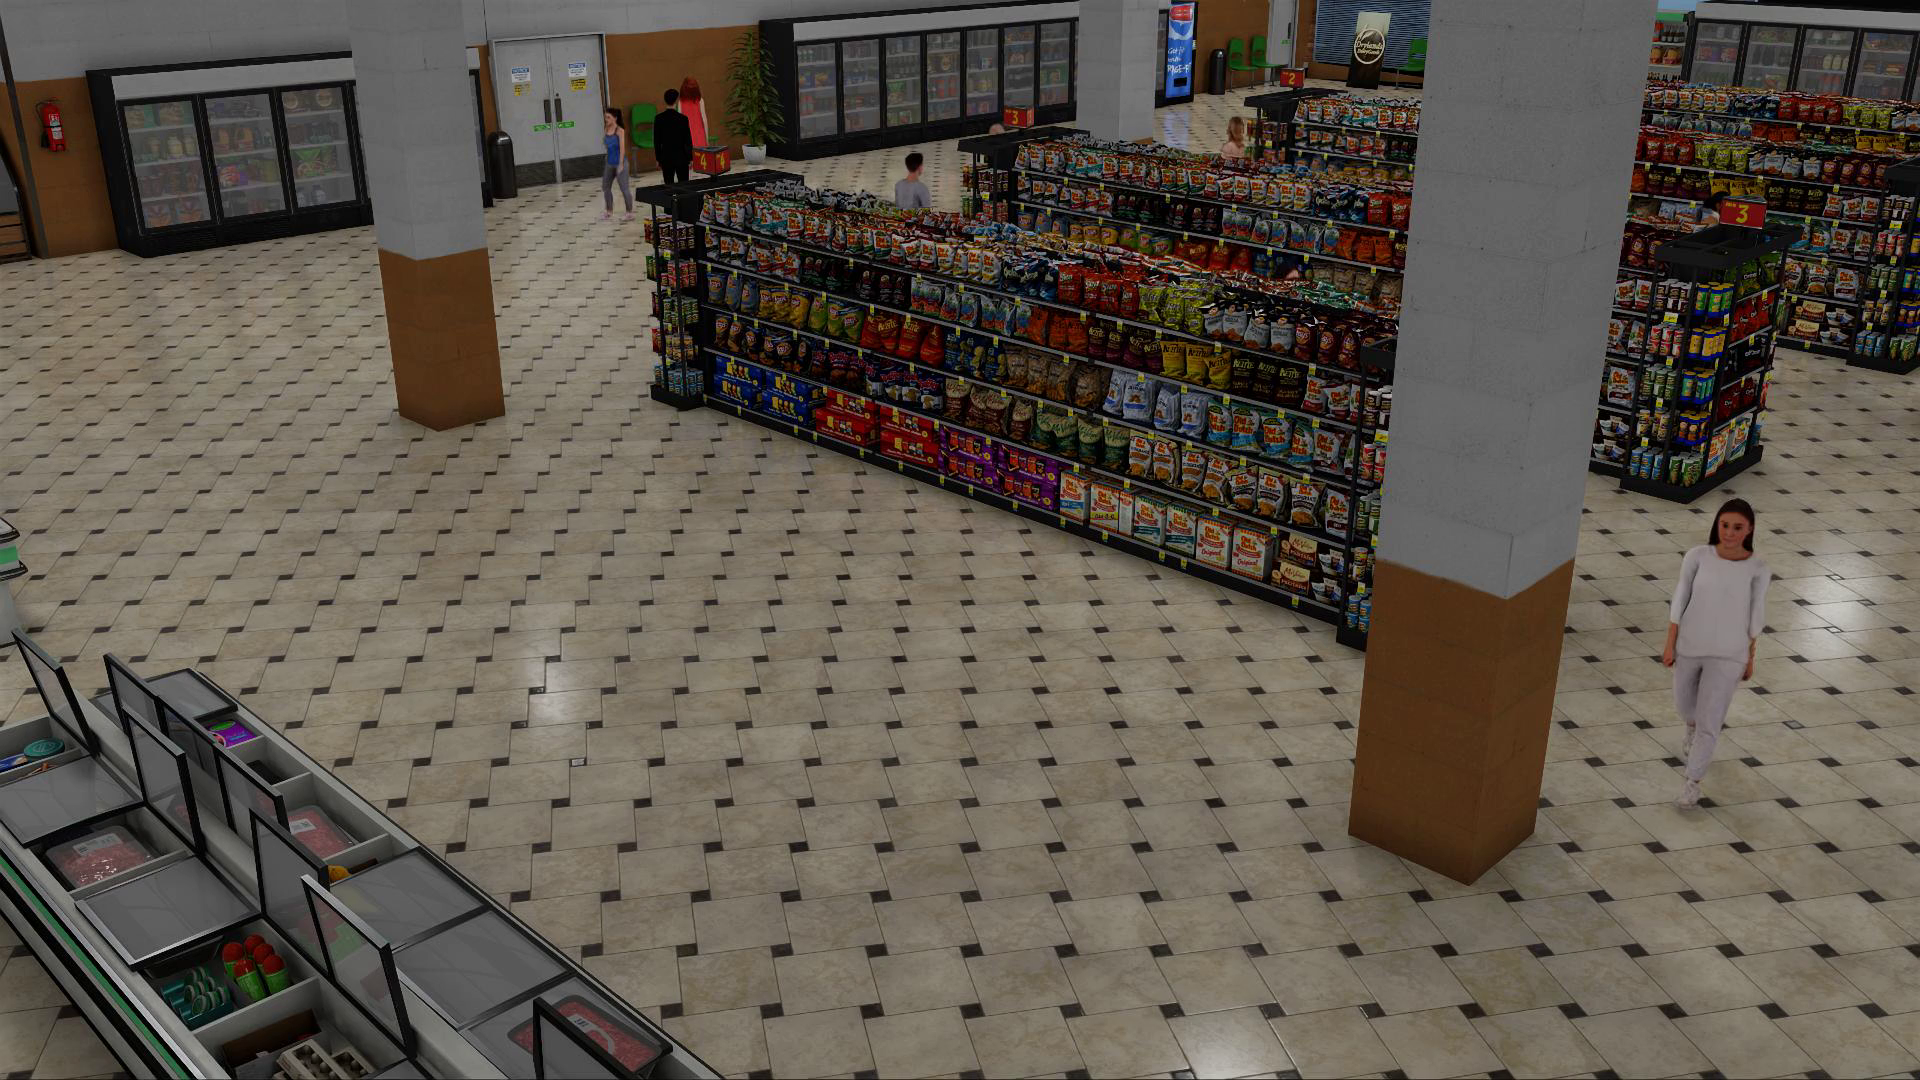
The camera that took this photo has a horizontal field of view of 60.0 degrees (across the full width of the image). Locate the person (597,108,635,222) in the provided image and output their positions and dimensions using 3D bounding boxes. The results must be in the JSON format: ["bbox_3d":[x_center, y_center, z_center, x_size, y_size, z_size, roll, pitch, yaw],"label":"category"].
[{"bbox_3d":[-4.817,-5.341,23.675,0.715,1.593,0.676,17,27,36],"label":"person"}]

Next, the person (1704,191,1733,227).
[{"bbox_3d":[7.506,-2.641,16.739,0.666,1.753,0.698,13,25,29],"label":"person"}]

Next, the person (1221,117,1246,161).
[{"bbox_3d":[3.514,-4.388,21.065,0.692,1.769,1.141,-18,28,-37],"label":"person"}]

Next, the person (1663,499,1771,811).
[{"bbox_3d":[4.024,0.560,8.893,1.023,1.663,0.808,14,26,31],"label":"person"}]

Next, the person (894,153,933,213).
[{"bbox_3d":[-0.592,-3.296,18.267,0.675,1.829,0.808,-19,29,-39],"label":"person"}]

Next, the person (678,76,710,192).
[{"bbox_3d":[-4.050,-6.107,25.266,0.641,1.827,0.731,3,22,7],"label":"person"}]

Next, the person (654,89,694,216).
[{"bbox_3d":[-3.998,-5.342,23.275,0.765,1.892,0.845,2,22,4],"label":"person"}]
